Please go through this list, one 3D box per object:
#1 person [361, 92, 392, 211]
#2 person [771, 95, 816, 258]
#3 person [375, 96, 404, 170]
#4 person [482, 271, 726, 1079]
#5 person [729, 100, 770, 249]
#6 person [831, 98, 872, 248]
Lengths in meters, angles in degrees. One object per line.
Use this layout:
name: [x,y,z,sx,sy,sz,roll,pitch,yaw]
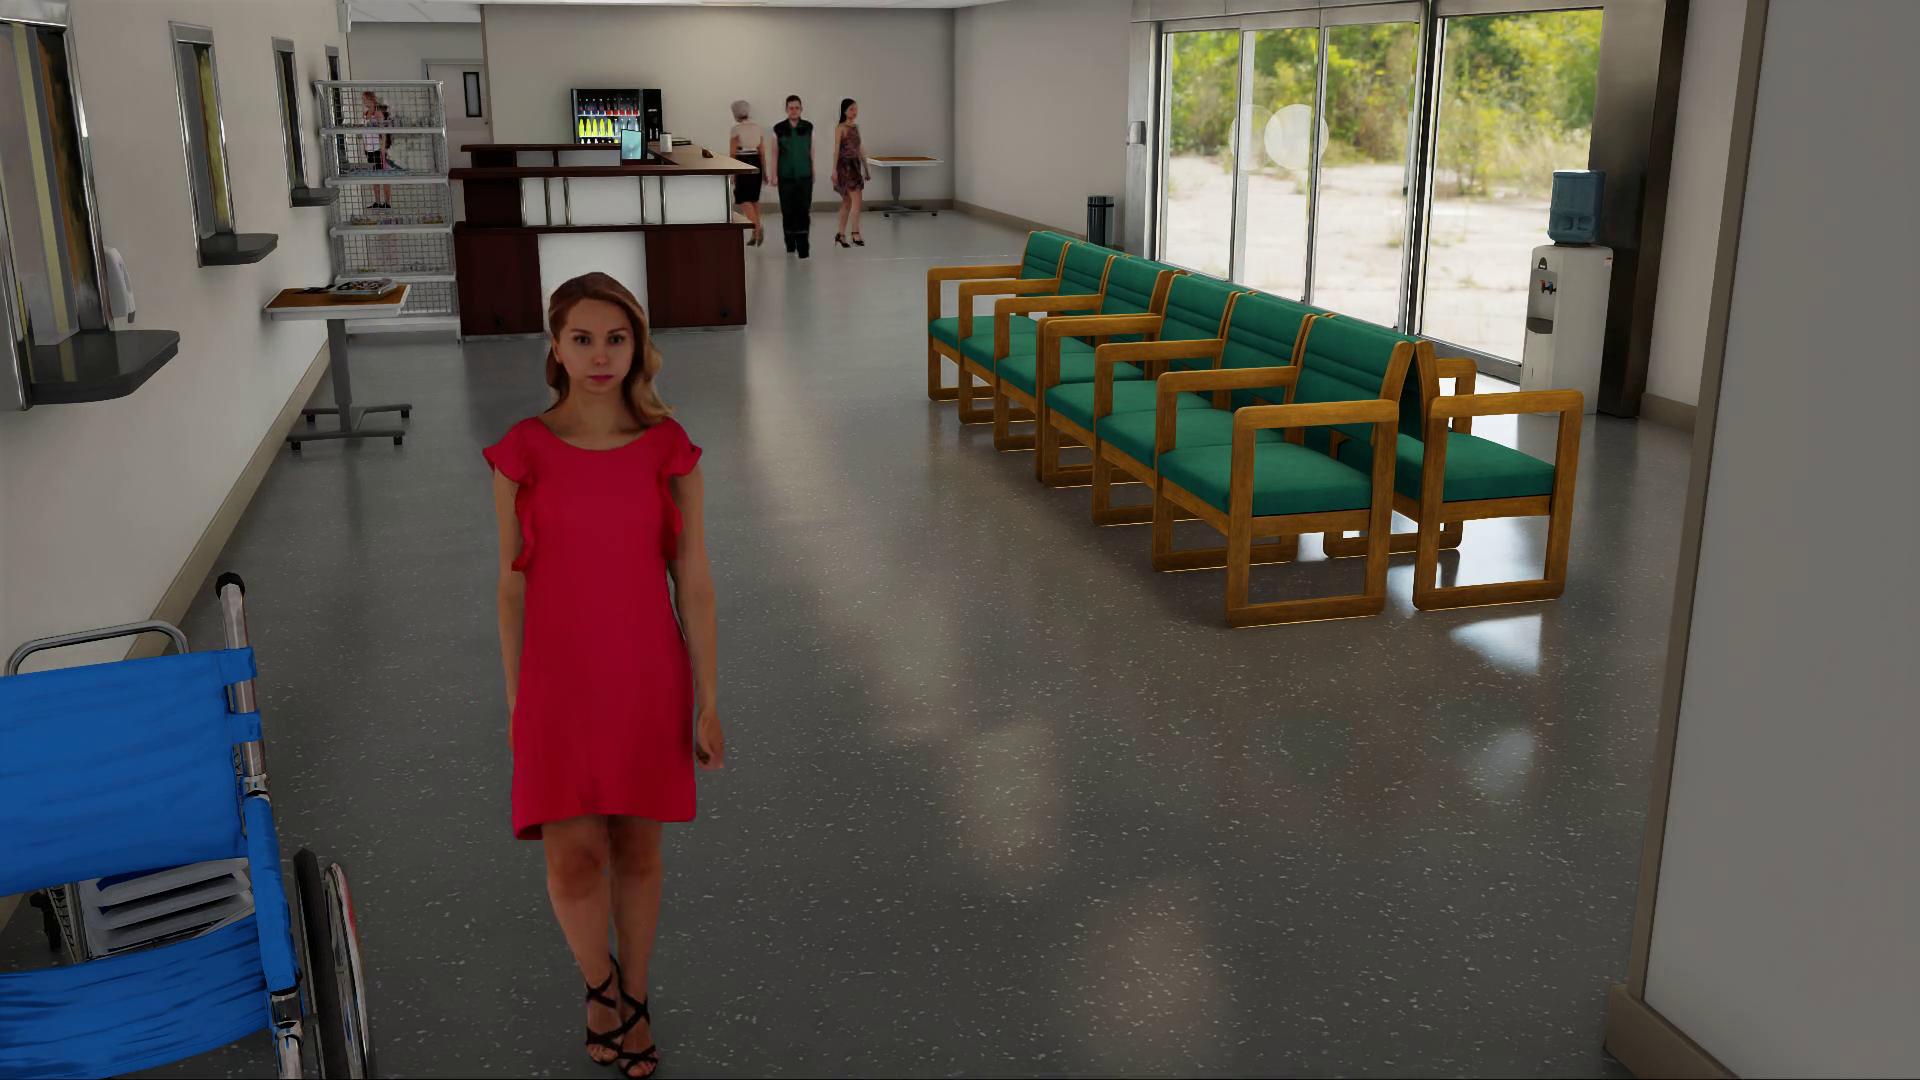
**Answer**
person: [-8.972,-5.978,25.552,0.671,1.786,0.731,9,18,28]
person: [-1.878,-4.113,18.934,1.075,1.787,0.801,-3,16,-9]
person: [-10.757,-7.463,31.135,1.011,1.614,0.716,-1,16,-5]
person: [-0.740,0.293,3.435,0.524,1.716,0.634,-5,16,-16]
person: [-2.485,-4.298,19.706,1.008,1.724,0.972,-12,20,-36]
person: [-1.395,-4.345,19.824,0.956,1.751,0.892,9,18,28]
